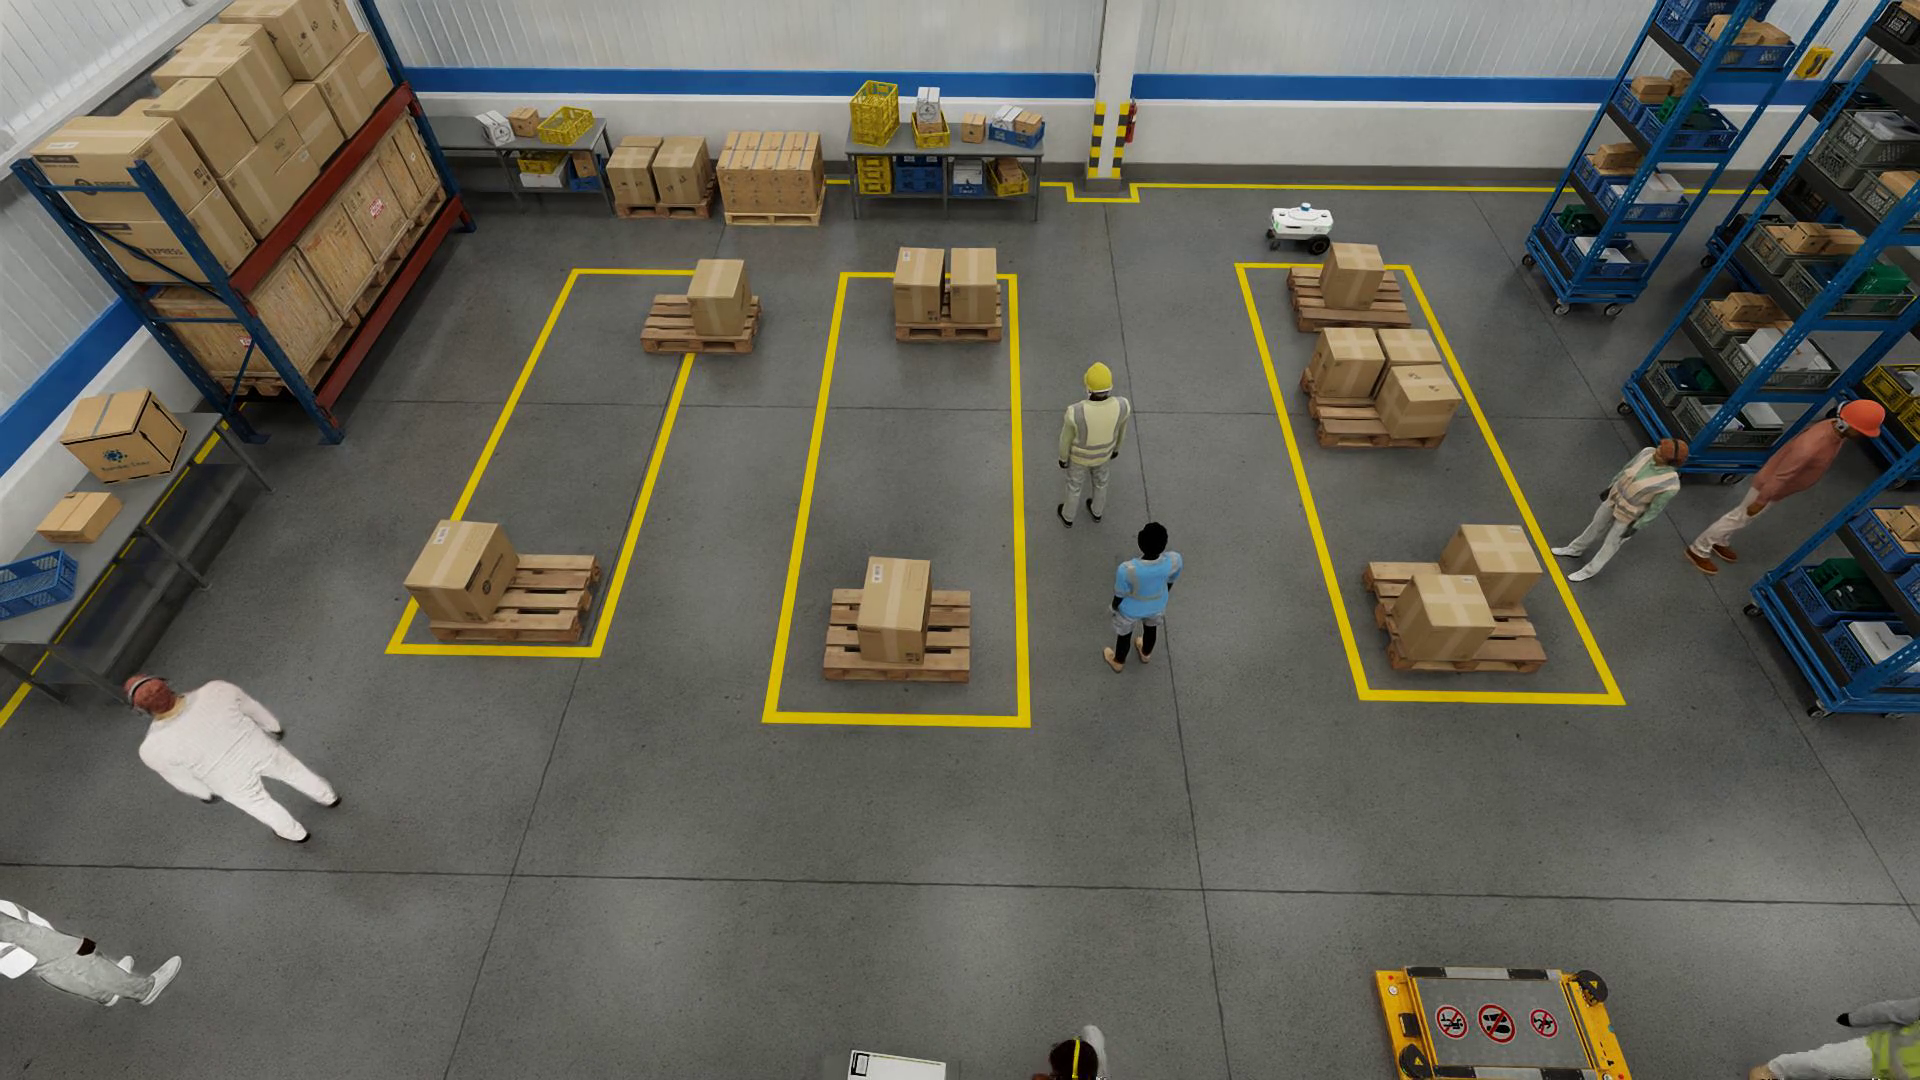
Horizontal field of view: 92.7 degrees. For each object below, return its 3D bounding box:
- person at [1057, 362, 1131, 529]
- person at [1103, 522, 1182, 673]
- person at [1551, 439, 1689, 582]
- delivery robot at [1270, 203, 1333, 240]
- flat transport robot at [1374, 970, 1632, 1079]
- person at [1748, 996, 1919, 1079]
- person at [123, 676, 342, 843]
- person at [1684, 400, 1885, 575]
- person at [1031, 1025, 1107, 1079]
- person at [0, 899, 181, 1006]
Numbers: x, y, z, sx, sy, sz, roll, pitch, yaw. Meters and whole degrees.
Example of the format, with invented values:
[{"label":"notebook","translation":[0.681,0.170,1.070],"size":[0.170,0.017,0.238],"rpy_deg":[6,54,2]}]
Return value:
[{"label":"person","translation":[1.154,-0.809,8.134],"size":[0.596,1.823,0.403],"rpy_deg":[-11,52,-9]},{"label":"person","translation":[1.409,0.480,7.161],"size":[0.535,1.699,0.321],"rpy_deg":[-12,52,-10]},{"label":"person","translation":[5.654,-0.262,7.804],"size":[0.310,1.639,0.514],"rpy_deg":[-2,51,-2]},{"label":"delivery robot","translation":[4.263,-3.974,11.468],"size":[0.707,0.478,0.477],"rpy_deg":[3,51,2]},{"label":"flat transport robot","translation":[3.501,3.133,5.914],"size":[1.431,0.197,0.652],"rpy_deg":[1,51,1]},{"label":"person","translation":[5.197,2.955,5.069],"size":[0.491,1.819,0.666],"rpy_deg":[-12,52,-9]},{"label":"person","translation":[-4.929,1.478,6.224],"size":[0.397,1.900,0.654],"rpy_deg":[18,53,14]},{"label":"person","translation":[6.923,-0.439,7.735],"size":[0.625,1.981,0.414],"rpy_deg":[-27,56,-20]},{"label":"person","translation":[0.641,3.048,4.998],"size":[0.553,1.858,0.613],"rpy_deg":[13,52,10]},{"label":"person","translation":[-5.552,2.412,5.446],"size":[0.597,1.917,0.378],"rpy_deg":[1,51,1]}]
